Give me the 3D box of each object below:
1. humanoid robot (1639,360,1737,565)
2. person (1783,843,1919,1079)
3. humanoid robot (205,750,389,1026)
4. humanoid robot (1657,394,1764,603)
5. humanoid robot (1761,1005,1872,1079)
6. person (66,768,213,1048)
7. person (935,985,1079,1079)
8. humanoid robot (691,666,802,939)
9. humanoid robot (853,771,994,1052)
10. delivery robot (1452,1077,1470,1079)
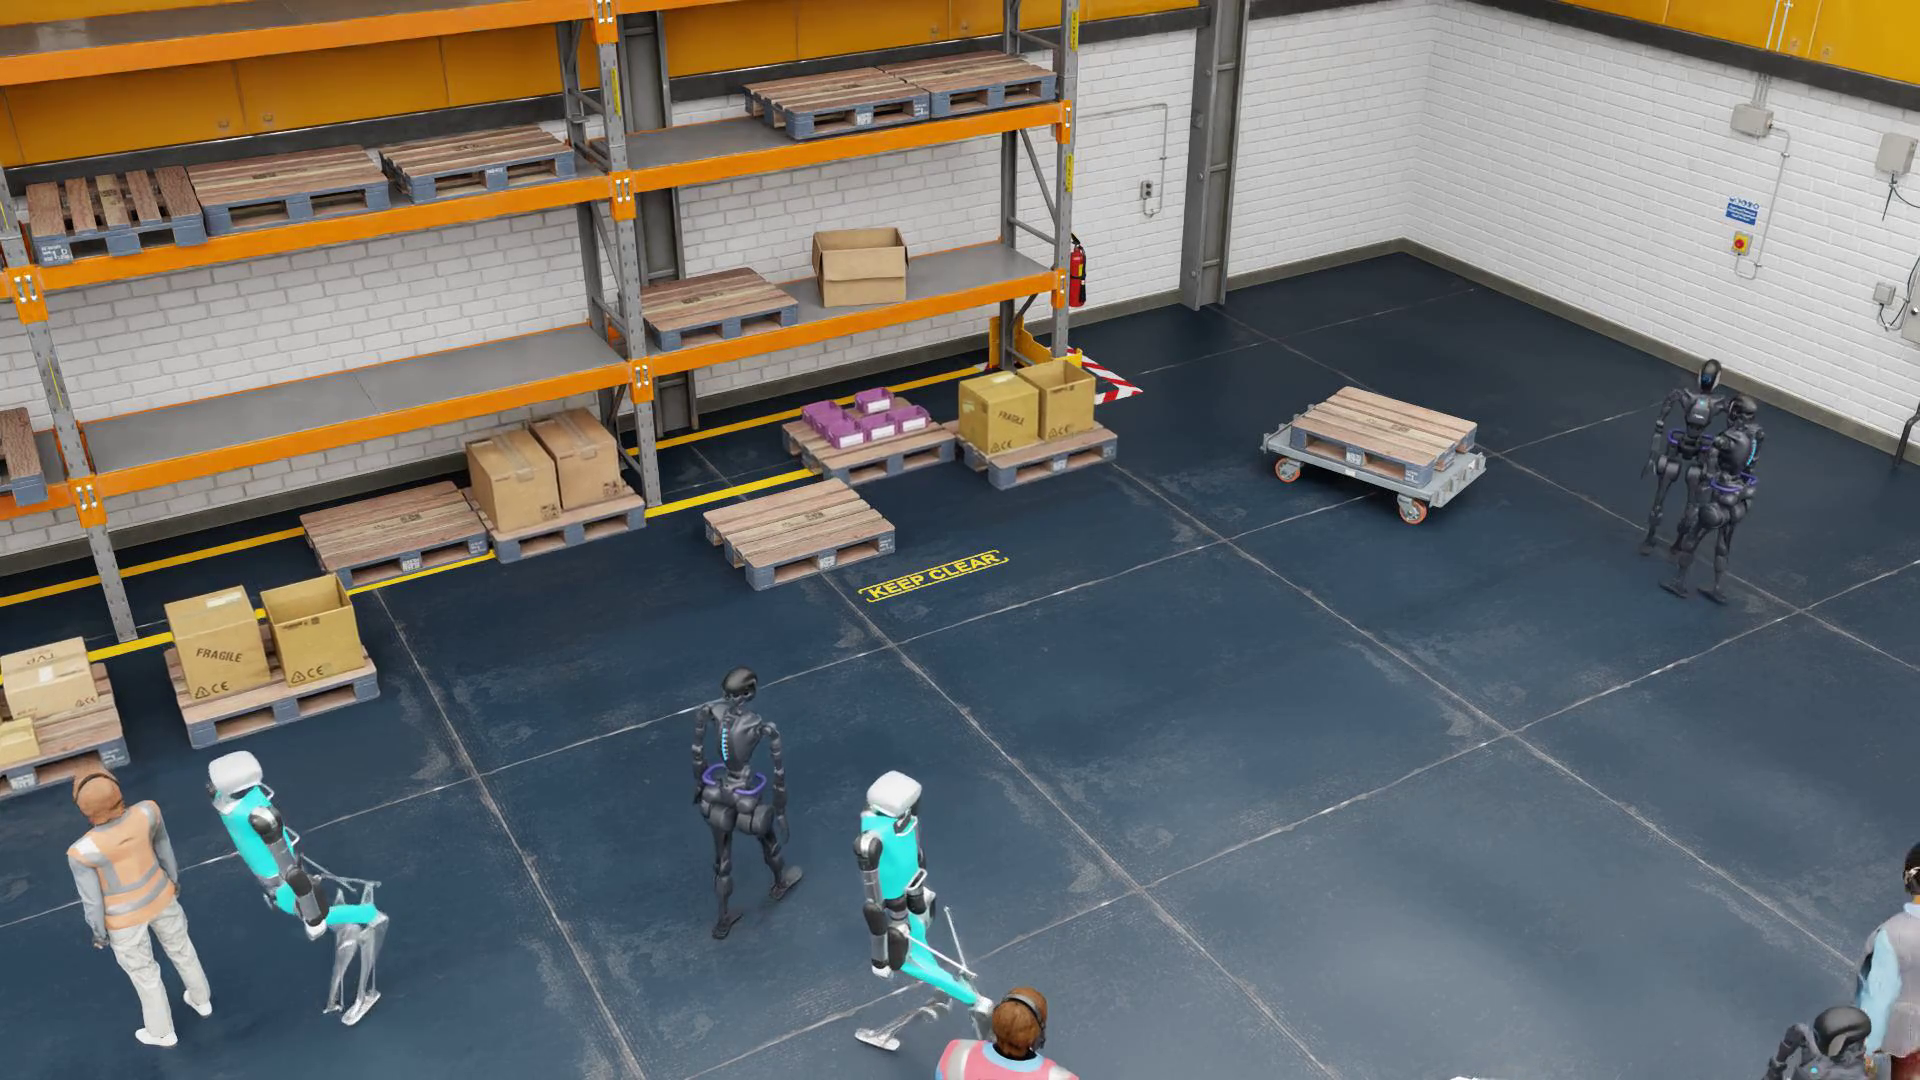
[{"bbox_3d":[5.506,-0.602,12.609,0.599,1.655,0.353,13,32,22],"label":"humanoid robot"},{"bbox_3d":[4.251,2.185,7.542,0.516,1.833,0.995,-5,30,-9],"label":"person"},{"bbox_3d":[-3.252,1.741,8.432,0.554,1.803,0.742,22,36,34],"label":"humanoid robot"},{"bbox_3d":[5.530,-0.325,12.114,0.589,1.647,0.459,-16,33,-26],"label":"humanoid robot"},{"bbox_3d":[3.579,2.563,7.014,0.376,1.649,0.616,-8,31,-14],"label":"humanoid robot"},{"bbox_3d":[-4.113,1.842,8.320,0.311,1.636,0.516,15,33,25],"label":"person"},{"bbox_3d":[0.214,2.566,6.850,0.628,1.837,0.431,10,31,18],"label":"person"},{"bbox_3d":[-1.194,1.381,9.116,0.613,1.638,0.645,12,32,20],"label":"humanoid robot"},{"bbox_3d":[-0.054,1.960,8.067,1.020,1.780,0.532,12,32,21],"label":"humanoid robot"},{"bbox_3d":[2.351,2.849,7.628,0.499,0.583,0.767,10,31,18],"label":"delivery robot"}]
